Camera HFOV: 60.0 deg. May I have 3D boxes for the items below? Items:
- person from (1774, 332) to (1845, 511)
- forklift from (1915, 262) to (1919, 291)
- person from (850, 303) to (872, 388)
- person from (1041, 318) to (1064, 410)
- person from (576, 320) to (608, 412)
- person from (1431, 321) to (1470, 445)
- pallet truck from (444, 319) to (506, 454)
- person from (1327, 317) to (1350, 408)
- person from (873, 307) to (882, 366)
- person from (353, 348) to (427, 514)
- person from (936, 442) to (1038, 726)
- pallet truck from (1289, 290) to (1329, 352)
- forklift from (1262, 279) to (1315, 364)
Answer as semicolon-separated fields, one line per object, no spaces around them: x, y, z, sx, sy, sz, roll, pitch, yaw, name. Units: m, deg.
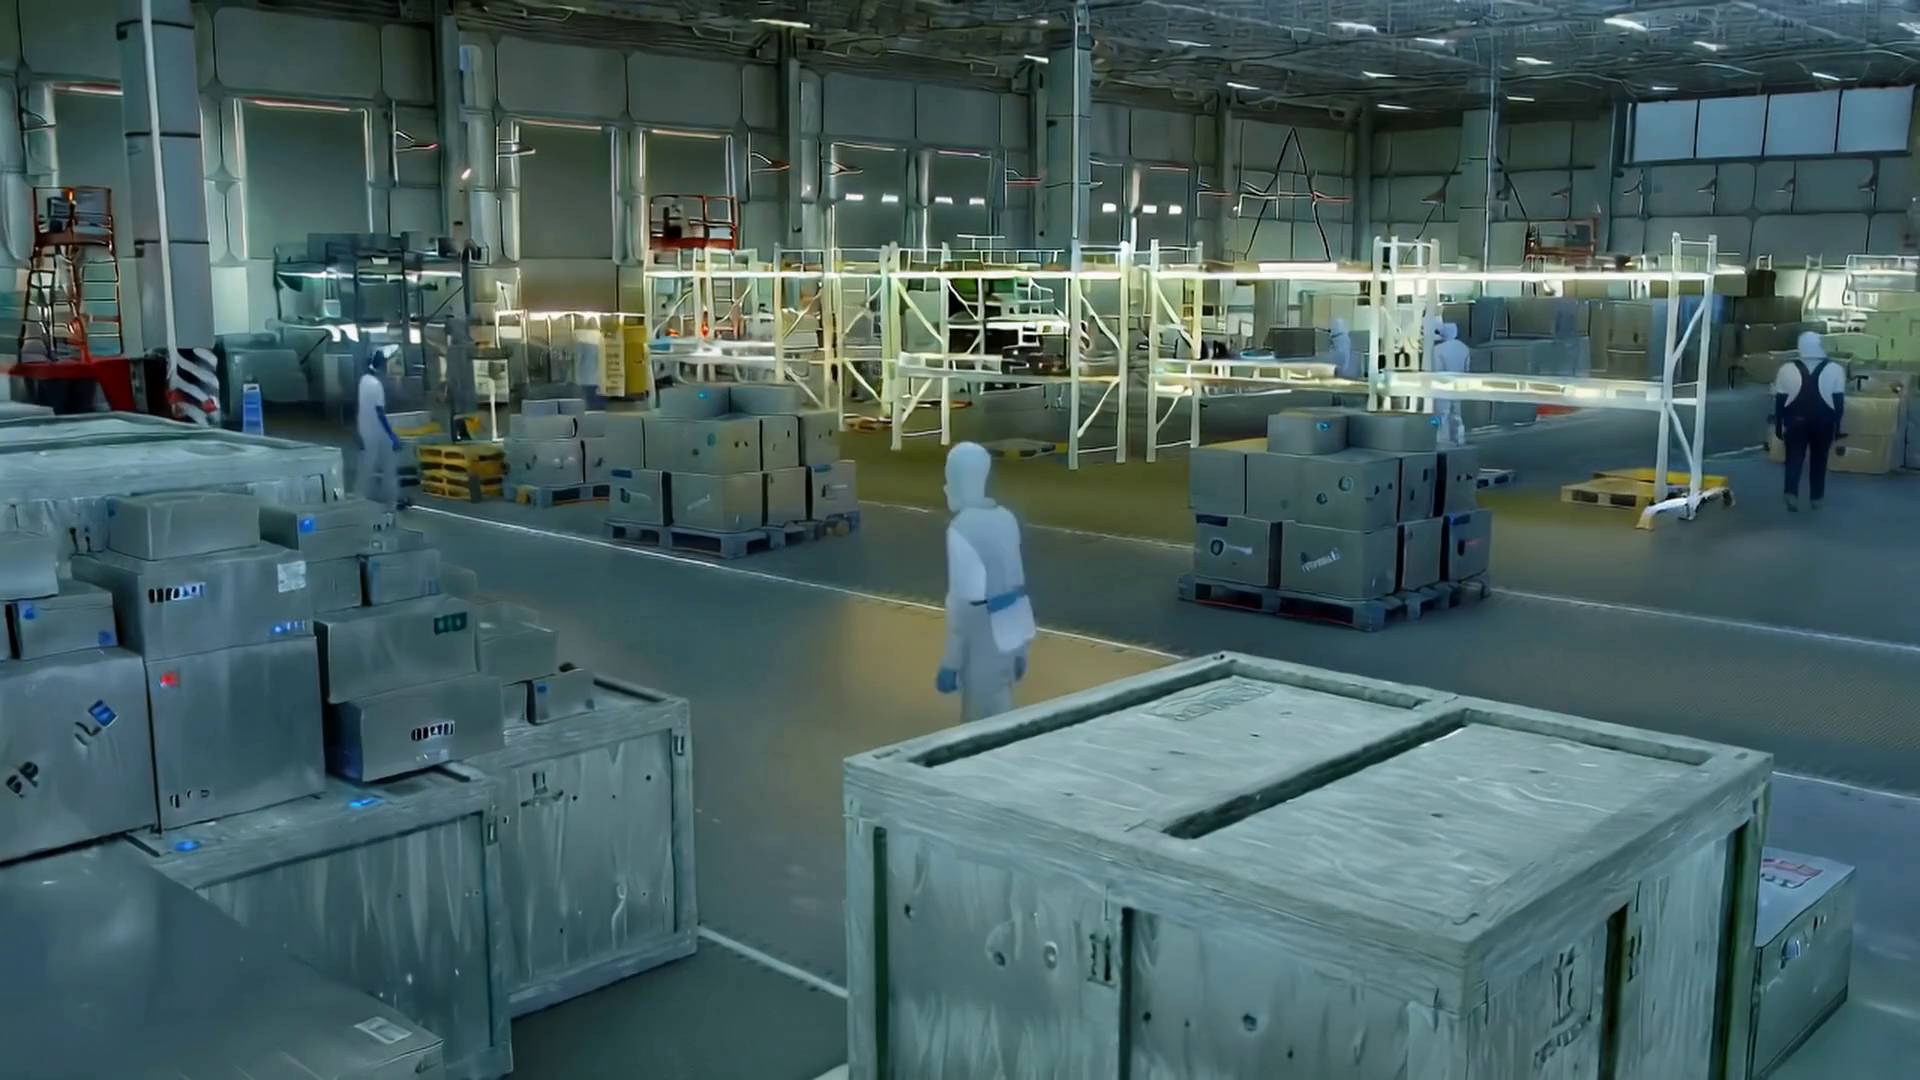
9.329;-1.337;18.312;0.689;2.000;0.995;5;11;29;person
22.912;-5.186;39.344;1.129;2.768;1.873;-5;10;-26;forklift
-2.212;-4.364;37.344;0.565;1.883;0.989;3;10;17;person
1.757;-3.319;31.396;0.485;1.739;0.320;-4;10;-23;person
-5.563;-2.403;25.354;0.985;1.877;0.605;2;9;10;person
6.811;-2.071;23.172;0.624;1.931;0.378;-5;11;-28;person
-6.981;-1.942;22.150;1.885;1.965;0.823;1;9;9;pallet truck
5.798;-2.454;25.523;0.367;1.931;0.631;2;10;13;person
-2.161;-5.385;44.389;0.313;1.633;0.517;-1;9;-5;person
-6.165;-1.124;17.710;0.868;1.815;0.532;-5;11;-29;person
0.137;0.499;7.614;0.678;1.879;0.612;3;10;19;person
11.297;-6.951;52.861;1.885;1.965;0.823;-5;11;-29;pallet truck
8.555;-6.090;44.881;1.873;2.768;1.129;9;13;43;forklift
